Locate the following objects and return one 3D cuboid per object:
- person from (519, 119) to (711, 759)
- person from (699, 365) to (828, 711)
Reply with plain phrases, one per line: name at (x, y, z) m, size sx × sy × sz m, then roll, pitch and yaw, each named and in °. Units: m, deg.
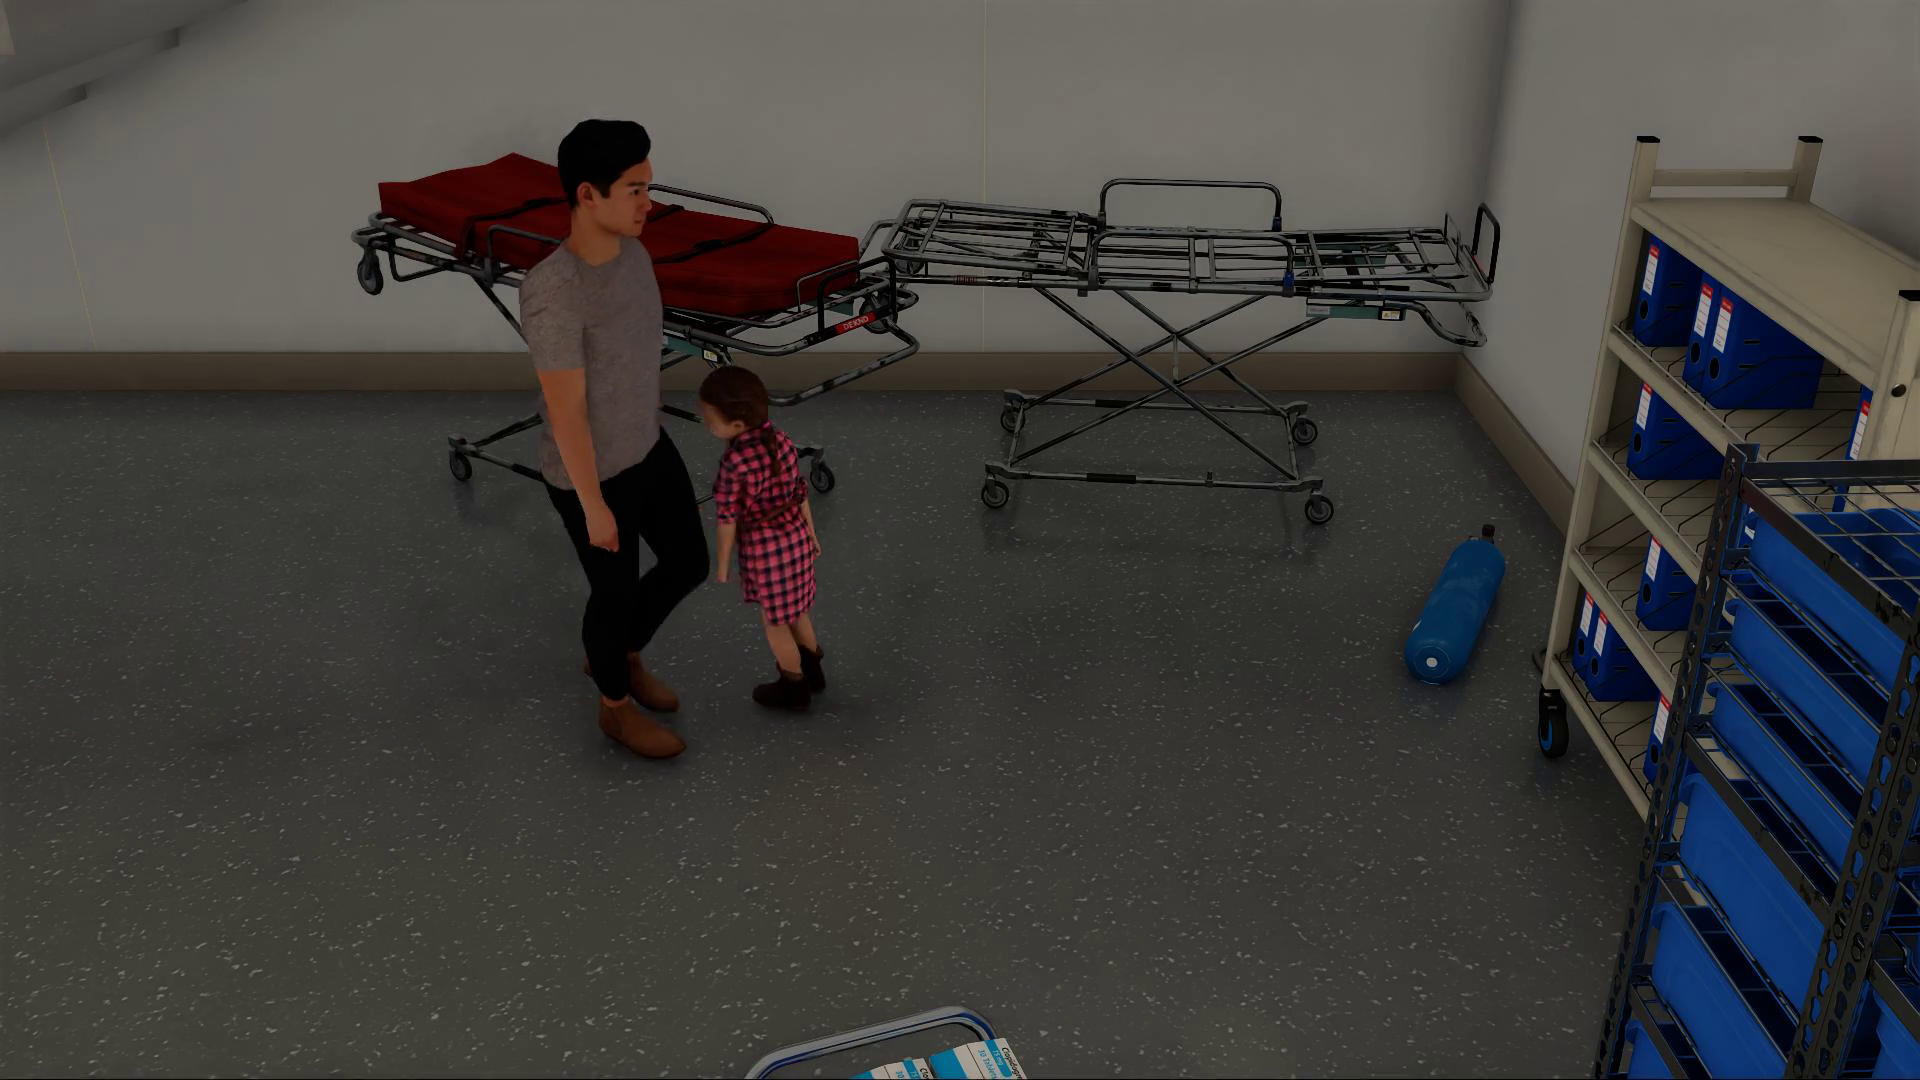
person at (-0.943, -0.211, 4.162) m, size 0.792 × 1.692 × 0.762 m, roll 10°, pitch 27°, yaw 19°
person at (-0.489, 0.013, 4.492) m, size 0.519 × 1.002 × 0.565 m, roll -22°, pitch 33°, yaw -38°
